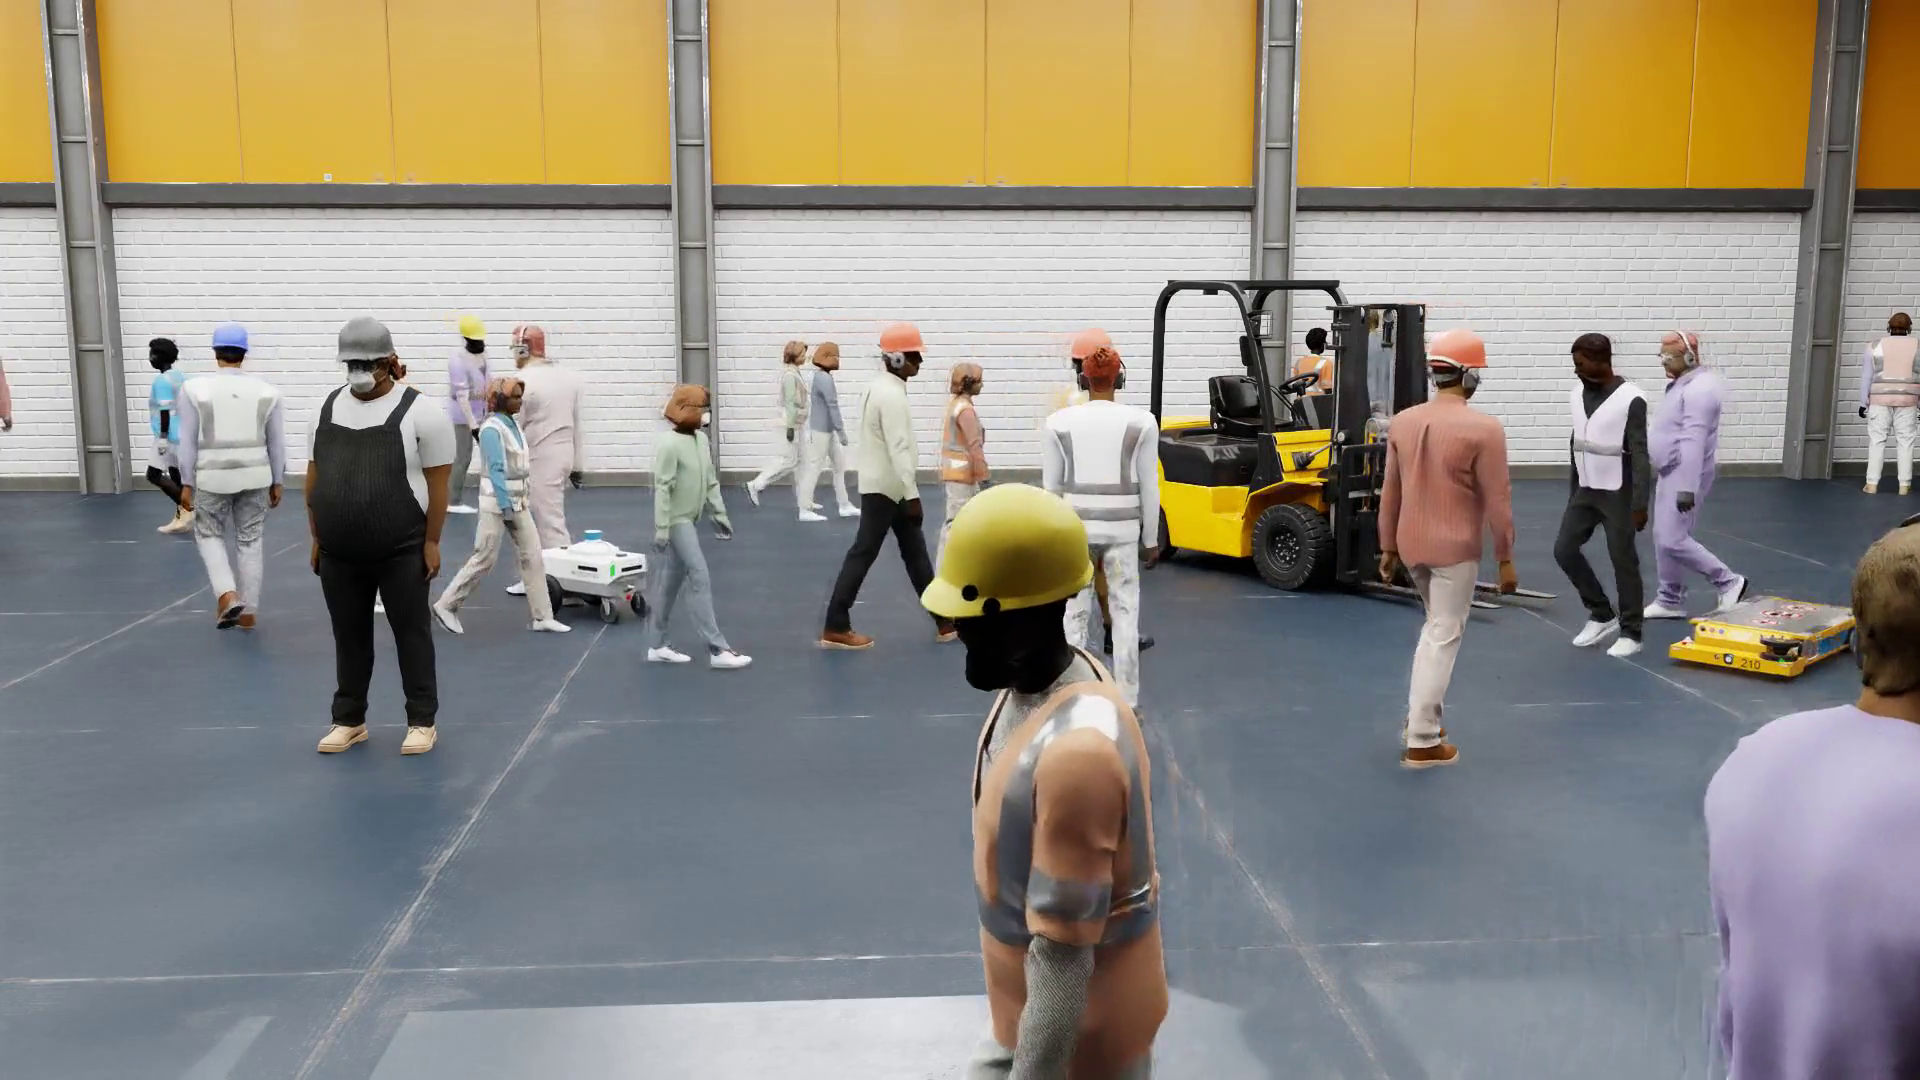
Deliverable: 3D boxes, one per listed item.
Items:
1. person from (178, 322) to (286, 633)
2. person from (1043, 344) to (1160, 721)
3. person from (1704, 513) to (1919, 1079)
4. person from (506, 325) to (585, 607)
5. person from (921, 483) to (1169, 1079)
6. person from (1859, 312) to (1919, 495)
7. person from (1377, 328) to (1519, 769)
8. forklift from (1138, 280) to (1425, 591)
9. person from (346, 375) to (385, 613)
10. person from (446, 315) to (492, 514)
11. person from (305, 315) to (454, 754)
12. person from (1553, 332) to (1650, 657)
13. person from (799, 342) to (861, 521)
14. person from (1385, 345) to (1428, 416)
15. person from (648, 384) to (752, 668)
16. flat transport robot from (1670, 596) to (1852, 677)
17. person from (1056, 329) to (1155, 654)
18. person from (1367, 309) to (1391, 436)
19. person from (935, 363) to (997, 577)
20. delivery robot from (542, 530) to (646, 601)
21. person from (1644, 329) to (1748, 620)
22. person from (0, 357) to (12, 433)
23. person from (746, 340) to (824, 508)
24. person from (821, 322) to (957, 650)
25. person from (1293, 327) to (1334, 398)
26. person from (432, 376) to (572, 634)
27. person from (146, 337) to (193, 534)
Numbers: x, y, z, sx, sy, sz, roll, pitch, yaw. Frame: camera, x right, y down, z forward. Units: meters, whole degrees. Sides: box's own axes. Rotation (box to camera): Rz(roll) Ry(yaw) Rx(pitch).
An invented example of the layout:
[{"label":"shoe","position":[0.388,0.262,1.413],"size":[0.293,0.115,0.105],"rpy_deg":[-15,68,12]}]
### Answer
[{"label":"person","position":[-4.484,-0.374,10.265],"size":[0.627,1.924,0.439],"rpy_deg":[-6,11,-35]},{"label":"person","position":[0.691,-0.019,8.192],"size":[0.578,1.879,0.349],"rpy_deg":[2,9,14]},{"label":"person","position":[1.223,0.914,2.199],"size":[0.445,1.918,0.652],"rpy_deg":[-2,9,-10]},{"label":"person","position":[-2.885,-0.486,11.117],"size":[0.799,1.874,0.642],"rpy_deg":[3,9,17]},{"label":"person","position":[0.121,0.826,2.920],"size":[1.016,1.863,0.605],"rpy_deg":[-1,9,-7]},{"label":"person","position":[9.447,-1.378,16.838],"size":[0.633,1.841,0.429],"rpy_deg":[4,10,23]},{"label":"person","position":[2.231,0.044,7.503],"size":[0.613,1.974,0.620],"rpy_deg":[-5,10,-29]},{"label":"forklift","position":[2.301,-0.860,12.475],"size":[1.214,2.155,2.313],"rpy_deg":[-6,11,-35]},{"label":"person","position":[-3.808,-0.313,10.824],"size":[0.408,1.612,0.520],"rpy_deg":[-4,10,-23]},{"label":"person","position":[-4.423,-1.129,15.231],"size":[0.845,1.854,0.641],"rpy_deg":[4,10,24]},{"label":"person","position":[-2.706,-0.017,7.666],"size":[0.683,2.000,0.538],"rpy_deg":[1,9,4]},{"label":"person","position":[3.779,-0.264,9.719],"size":[0.503,1.878,0.723],"rpy_deg":[-3,10,-21]},{"label":"person","position":[-1.131,-0.967,14.990],"size":[0.740,1.605,0.500],"rpy_deg":[-2,9,-11]},{"label":"person","position":[4.544,-1.443,16.954],"size":[1.047,1.935,0.661],"rpy_deg":[0,9,2]},{"label":"person","position":[-1.457,-0.072,9.364],"size":[0.765,1.599,0.503],"rpy_deg":[2,9,13]},{"label":"flat transport robot","position":[4.772,0.539,9.711],"size":[1.431,0.197,0.652],"rpy_deg":[-9,13,-44]},{"label":"person","position":[0.793,-0.242,9.493],"size":[0.862,1.900,0.548],"rpy_deg":[0,9,1]},{"label":"person","position":[4.123,-1.365,16.566],"size":[0.664,1.917,0.591],"rpy_deg":[-5,10,-29]},{"label":"person","position":[0.142,-0.408,11.477],"size":[0.714,1.613,0.522],"rpy_deg":[-1,9,-4]},{"label":"delivery robot","position":[-2.376,0.179,10.793],"size":[0.707,0.478,0.477],"rpy_deg":[6,11,34]},{"label":"person","position":[4.609,-0.378,10.436],"size":[0.583,1.879,0.698],"rpy_deg":[2,9,10]},{"label":"person","position":[-9.136,-1.157,15.387],"size":[0.675,1.866,0.888],"rpy_deg":[-3,9,-17]},{"label":"person","position":[-1.656,-1.069,15.639],"size":[0.661,1.619,0.517],"rpy_deg":[0,9,-3]},{"label":"person","position":[-0.357,-0.307,9.810],"size":[1.035,1.932,0.644],"rpy_deg":[0,9,-3]},{"label":"person","position":[3.580,-1.300,16.830],"size":[0.318,1.695,0.534],"rpy_deg":[-5,10,-29]},{"label":"person","position":[-2.858,-0.209,10.236],"size":[0.814,1.605,0.522],"rpy_deg":[1,9,9]},{"label":"person","position":[-6.725,-0.875,14.139],"size":[0.362,1.686,0.550],"rpy_deg":[-2,9,-10]}]
